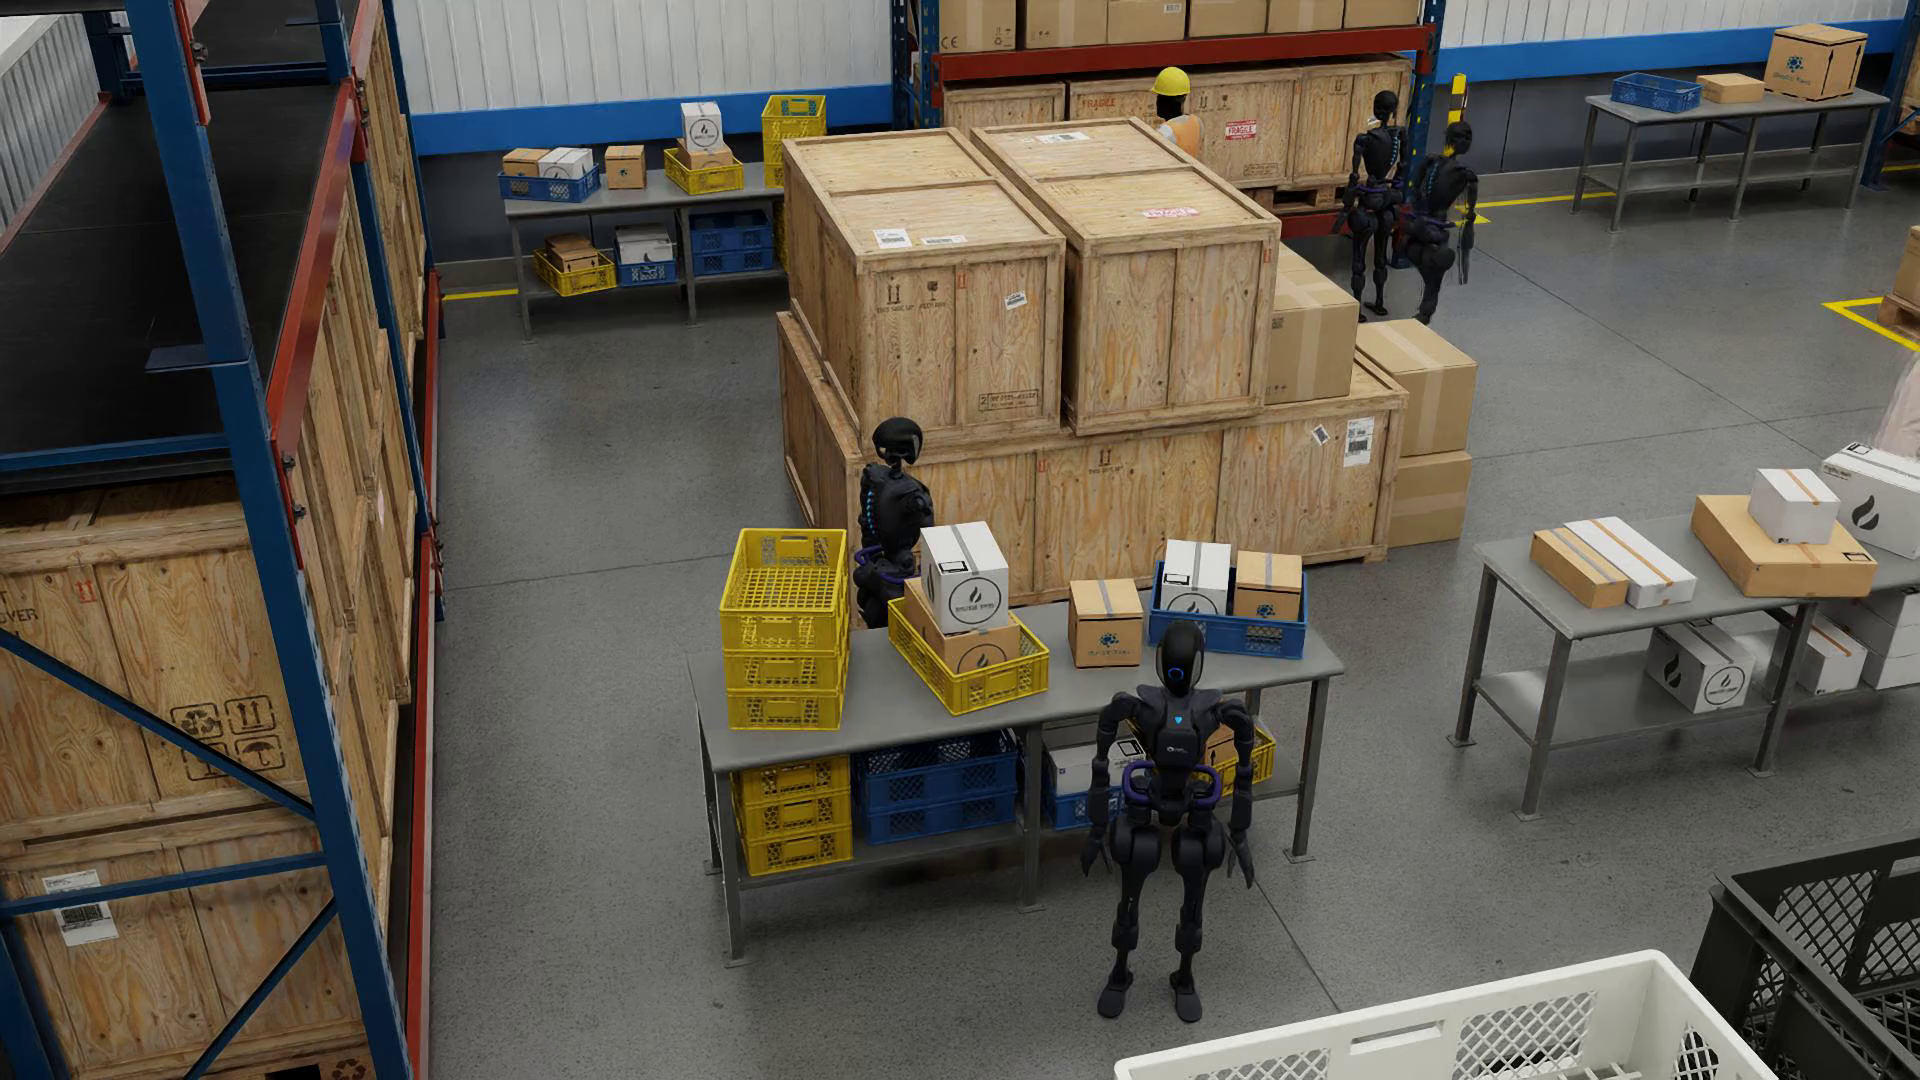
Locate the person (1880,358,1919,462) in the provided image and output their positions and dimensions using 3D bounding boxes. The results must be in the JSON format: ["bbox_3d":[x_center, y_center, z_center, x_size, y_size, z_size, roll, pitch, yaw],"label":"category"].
[{"bbox_3d":[4.665,-0.365,8.050,0.674,1.952,0.687,-22,36,-34],"label":"person"}]

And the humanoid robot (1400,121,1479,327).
[{"bbox_3d":[3.221,-2.026,11.387,0.569,1.630,0.651,-14,32,-24],"label":"humanoid robot"}]

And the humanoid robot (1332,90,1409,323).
[{"bbox_3d":[2.984,-2.416,12.028,0.613,1.656,0.308,-18,33,-29],"label":"humanoid robot"}]

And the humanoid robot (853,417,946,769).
[{"bbox_3d":[-0.258,0.227,7.230,0.325,1.657,0.594,-21,35,-33],"label":"humanoid robot"}]

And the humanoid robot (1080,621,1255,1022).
[{"bbox_3d":[0.731,1.007,5.815,0.609,1.657,0.315,3,29,5],"label":"humanoid robot"}]

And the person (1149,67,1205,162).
[{"bbox_3d":[1.442,-2.323,11.615,0.361,1.927,0.584,21,35,32],"label":"person"}]
